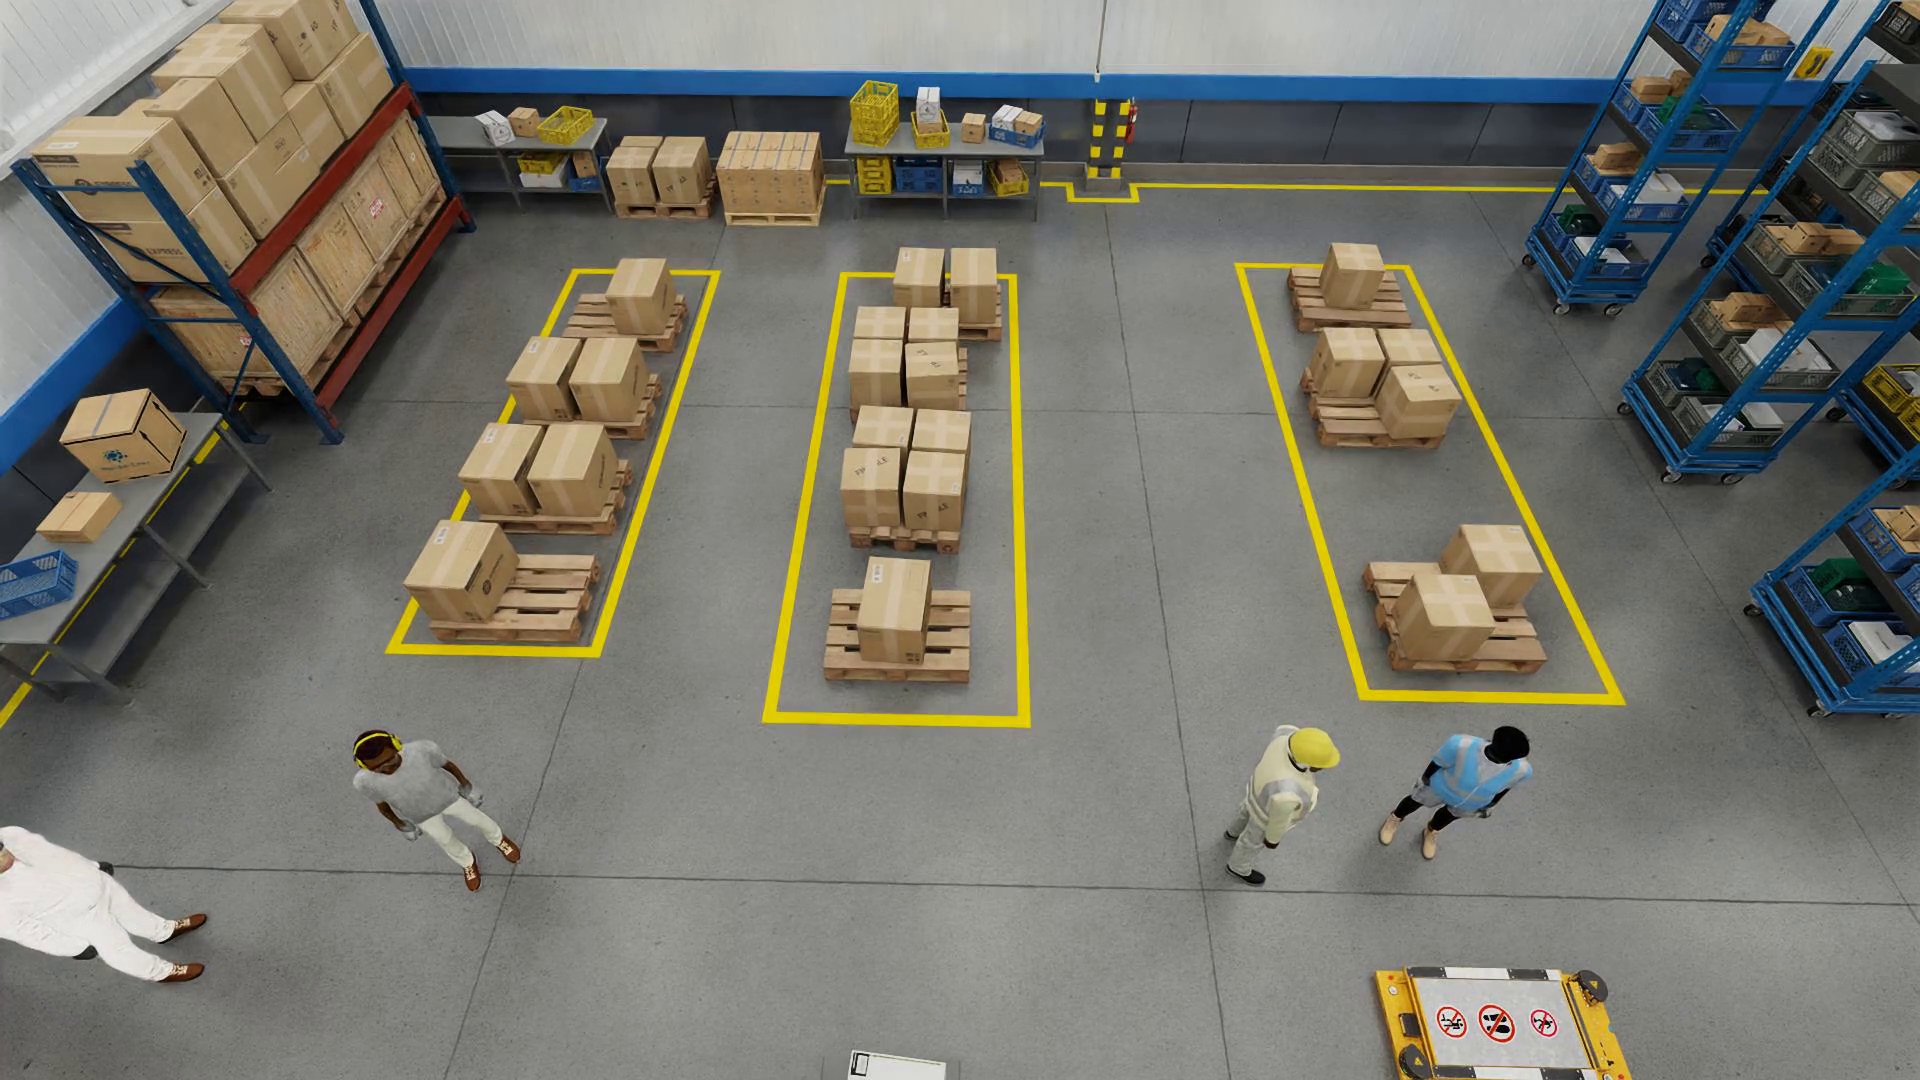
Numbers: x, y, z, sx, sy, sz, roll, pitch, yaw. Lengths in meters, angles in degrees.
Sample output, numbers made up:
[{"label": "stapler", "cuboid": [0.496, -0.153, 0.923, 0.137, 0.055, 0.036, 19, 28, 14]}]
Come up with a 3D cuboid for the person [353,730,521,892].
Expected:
[{"label": "person", "cuboid": [-3.433, 1.755, 6.011, 0.514, 1.876, 0.328, -33, 58, -24]}]

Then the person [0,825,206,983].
[{"label": "person", "cuboid": [-5.363, 2.226, 5.608, 0.402, 1.904, 0.652, -19, 53, -15]}]

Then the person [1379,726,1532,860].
[{"label": "person", "cuboid": [3.354, 1.688, 6.181, 0.531, 1.692, 0.320, 19, 53, 15]}]

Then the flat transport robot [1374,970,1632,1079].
[{"label": "flat transport robot", "cuboid": [3.501, 3.133, 5.914, 1.431, 0.197, 0.652, 1, 51, 1]}]

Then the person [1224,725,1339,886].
[{"label": "person", "cuboid": [2.085, 1.731, 6.055, 0.404, 1.835, 0.587, 11, 52, 9]}]
